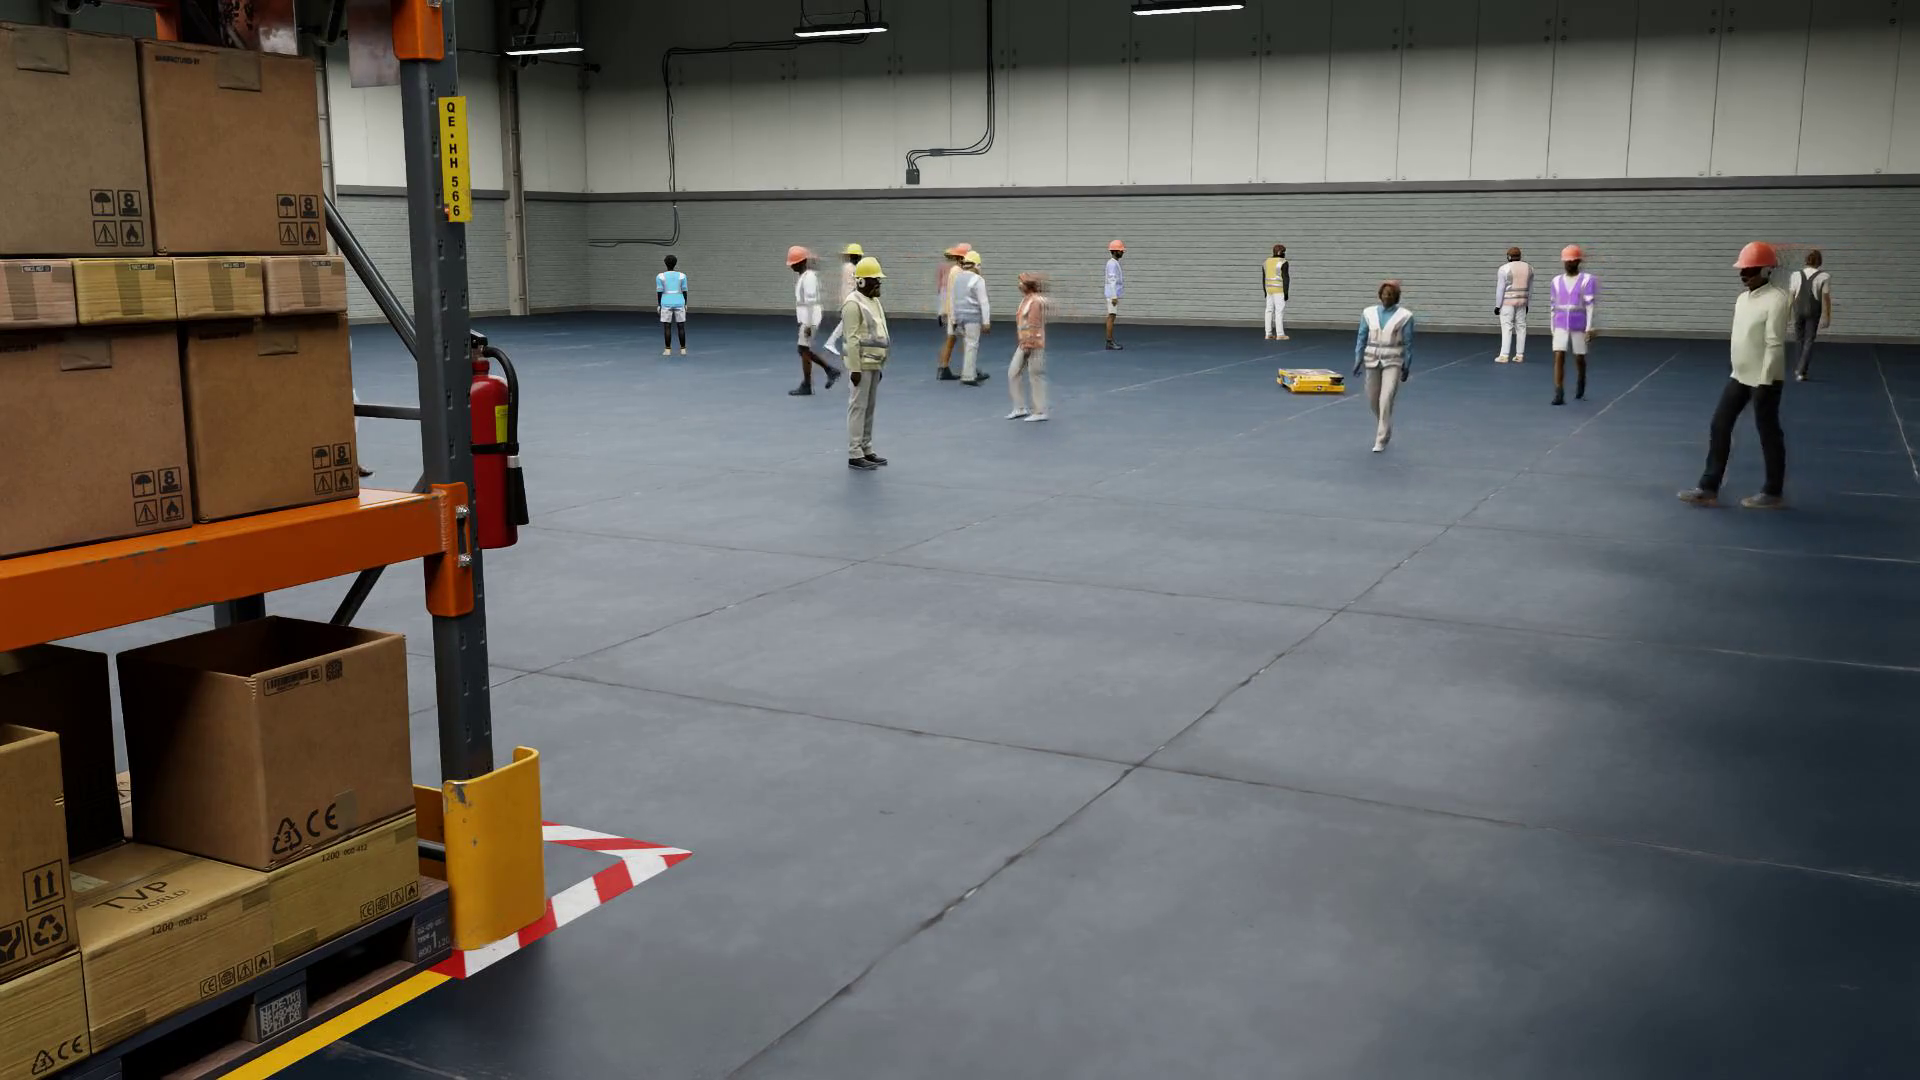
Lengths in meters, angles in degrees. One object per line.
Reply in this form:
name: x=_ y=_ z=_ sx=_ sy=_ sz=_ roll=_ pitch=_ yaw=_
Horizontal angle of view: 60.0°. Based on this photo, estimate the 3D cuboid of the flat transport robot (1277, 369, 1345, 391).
flat transport robot: x=4.611 y=-2.116 z=21.909 sx=0.652 sy=0.197 sz=1.431 roll=0 pitch=10 yaw=2

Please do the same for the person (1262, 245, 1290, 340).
person: x=6.168 y=-4.818 z=32.379 sx=0.430 sy=1.837 sz=0.624 roll=-7 pitch=13 yaw=-35

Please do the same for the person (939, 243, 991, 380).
person: x=0.092 y=-3.175 z=23.224 sx=0.845 sy=1.897 sz=0.563 roll=-1 pitch=10 yaw=-8

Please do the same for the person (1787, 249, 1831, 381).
person: x=11.913 y=-3.141 z=23.276 sx=0.534 sy=1.816 sz=0.773 roll=10 pitch=14 yaw=44

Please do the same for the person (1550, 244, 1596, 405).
person: x=7.373 y=-2.591 z=20.012 sx=0.547 sy=1.918 sz=0.786 roll=7 pitch=12 yaw=33

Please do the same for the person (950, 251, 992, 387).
person: x=0.176 y=-2.945 z=22.223 sx=0.496 sy=1.810 sz=0.645 roll=-9 pitch=14 yaw=-40

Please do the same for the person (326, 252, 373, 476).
person: x=-5.098 y=-1.409 z=13.651 sx=0.664 sy=1.883 sz=0.668 roll=-4 pitch=11 yaw=-22

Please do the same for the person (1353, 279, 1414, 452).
person: x=4.038 y=-1.666 z=15.780 sx=0.515 sy=1.611 sz=0.755 roll=7 pitch=12 yaw=33

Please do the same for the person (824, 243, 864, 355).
person: x=-1.850 y=-4.068 z=28.138 sx=0.955 sy=1.891 sz=0.585 roll=-1 pitch=10 yaw=-7

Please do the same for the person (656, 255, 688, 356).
person: x=-4.816 y=-3.920 z=27.857 sx=0.531 sy=1.698 sz=0.320 roll=-4 pitch=11 yaw=-19

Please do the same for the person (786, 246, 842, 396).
person: x=-1.877 y=-2.773 z=21.067 sx=0.652 sy=1.892 sz=0.593 roll=-3 pitch=11 yaw=-17

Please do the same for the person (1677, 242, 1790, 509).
person: x=5.750 y=-1.191 z=12.235 sx=0.902 sy=1.958 sz=0.640 roll=-1 pitch=10 yaw=-7

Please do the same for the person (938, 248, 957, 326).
person: x=-0.271 y=-5.584 z=36.788 sx=0.524 sy=1.747 sz=0.689 roll=3 pitch=11 yaw=15

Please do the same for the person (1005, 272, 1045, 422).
person: x=0.698 y=-2.084 z=18.051 sx=0.541 sy=1.623 sz=0.526 roll=-3 pitch=11 yaw=-17

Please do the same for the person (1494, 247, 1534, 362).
person: x=8.820 y=-3.751 z=26.562 sx=0.620 sy=1.837 sz=0.430 roll=-3 pitch=11 yaw=-14

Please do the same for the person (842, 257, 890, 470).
person: x=-0.808 y=-1.536 z=14.489 sx=0.403 sy=1.832 sz=0.594 roll=3 pitch=11 yaw=17

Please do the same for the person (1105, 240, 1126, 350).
person: x=2.751 y=-4.348 z=29.531 sx=0.364 sy=1.939 sz=0.542 roll=1 pitch=10 yaw=7
